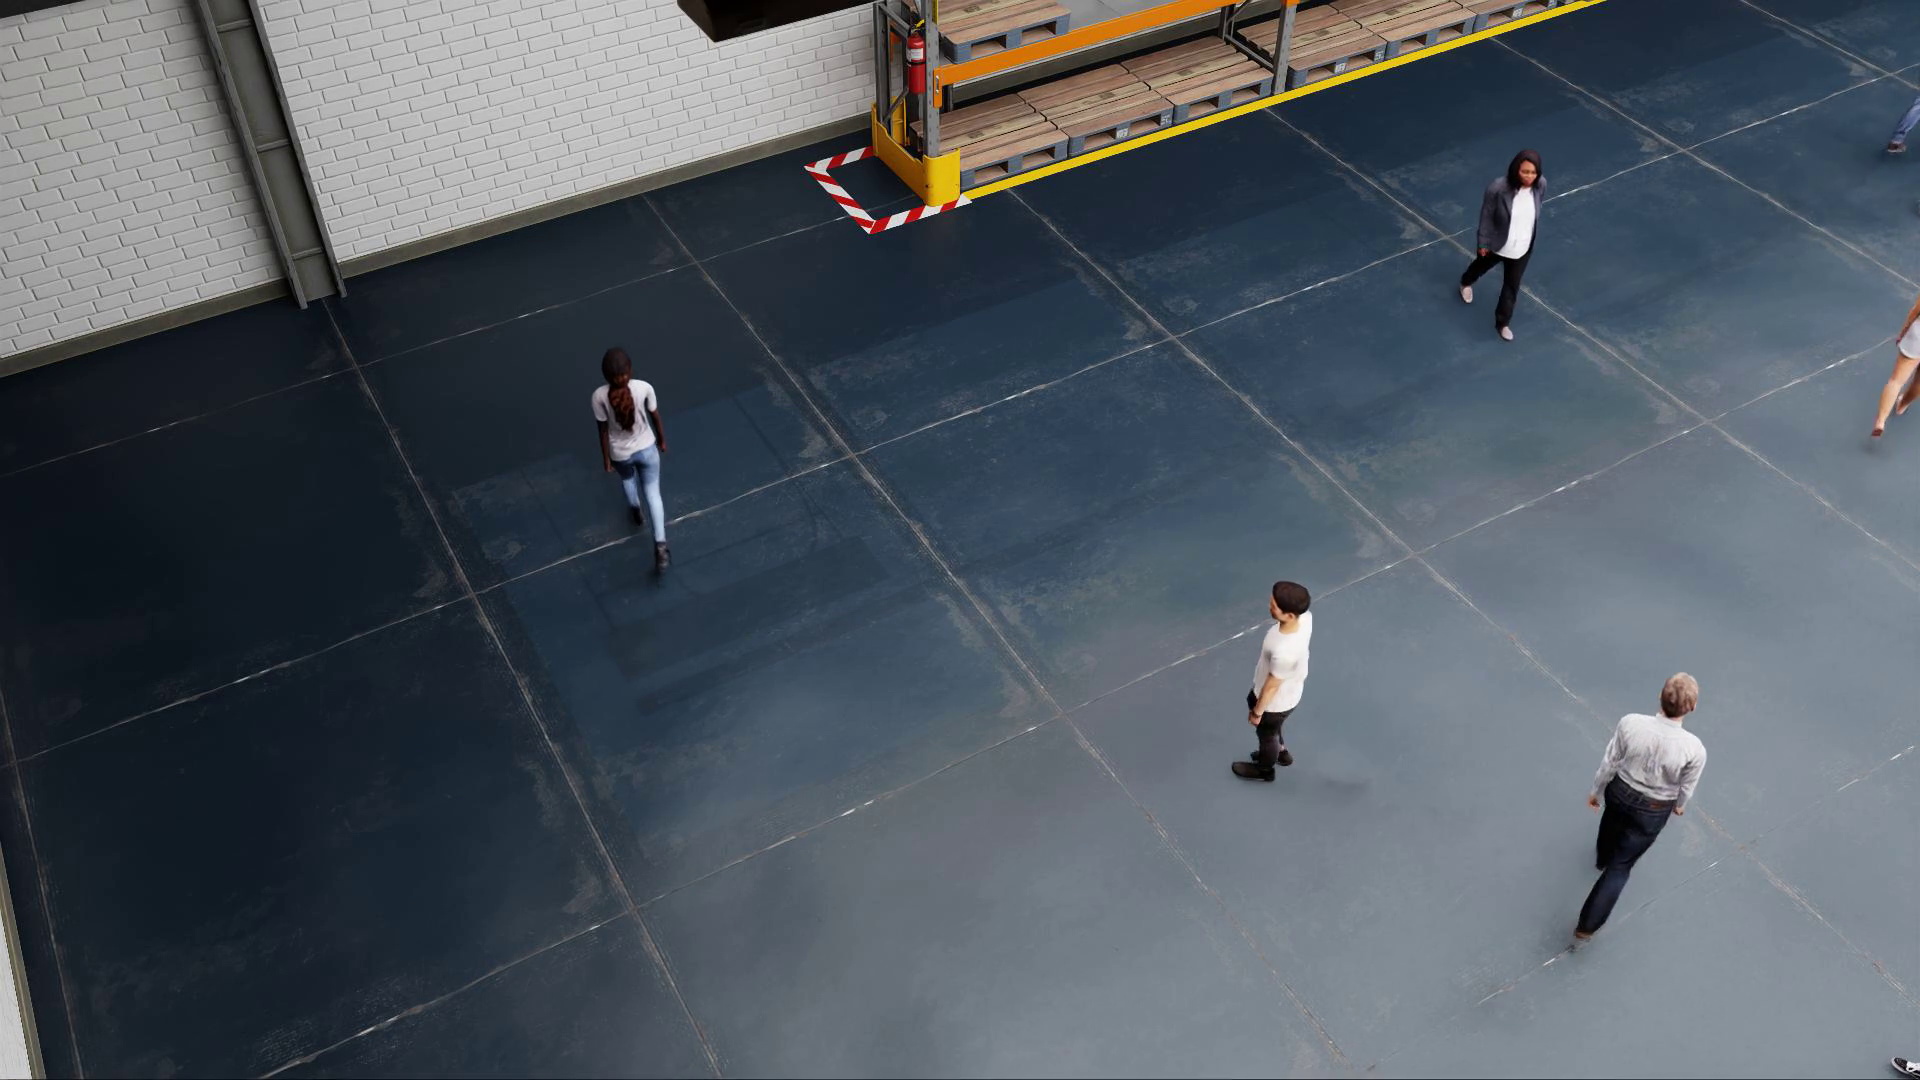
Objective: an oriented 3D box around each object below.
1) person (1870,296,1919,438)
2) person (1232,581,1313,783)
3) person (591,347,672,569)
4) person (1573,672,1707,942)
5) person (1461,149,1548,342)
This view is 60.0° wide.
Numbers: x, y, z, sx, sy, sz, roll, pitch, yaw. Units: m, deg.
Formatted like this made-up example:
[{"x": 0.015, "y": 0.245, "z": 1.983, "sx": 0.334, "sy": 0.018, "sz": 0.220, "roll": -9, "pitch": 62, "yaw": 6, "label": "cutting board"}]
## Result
[{"x": 7.230, "y": -1.445, "z": 12.439, "sx": 0.858, "sy": 1.581, "sz": 1.078, "roll": 24, "pitch": 49, "yaw": 23, "label": "person"}, {"x": 1.958, "y": 0.878, "z": 9.904, "sx": 0.818, "sy": 1.715, "sz": 0.741, "roll": 14, "pitch": 45, "yaw": 14, "label": "person"}, {"x": -2.223, "y": -0.544, "z": 11.416, "sx": 1.116, "sy": 1.686, "sz": 0.847, "roll": -11, "pitch": 45, "yaw": -11, "label": "person"}, {"x": 3.733, "y": 1.485, "z": 9.213, "sx": 0.914, "sy": 1.788, "sz": 1.246, "roll": 31, "pitch": 51, "yaw": 28, "label": "person"}, {"x": 4.415, "y": -2.488, "z": 13.536, "sx": 1.123, "sy": 1.578, "sz": 1.015, "roll": -4, "pitch": 44, "yaw": -5, "label": "person"}]
